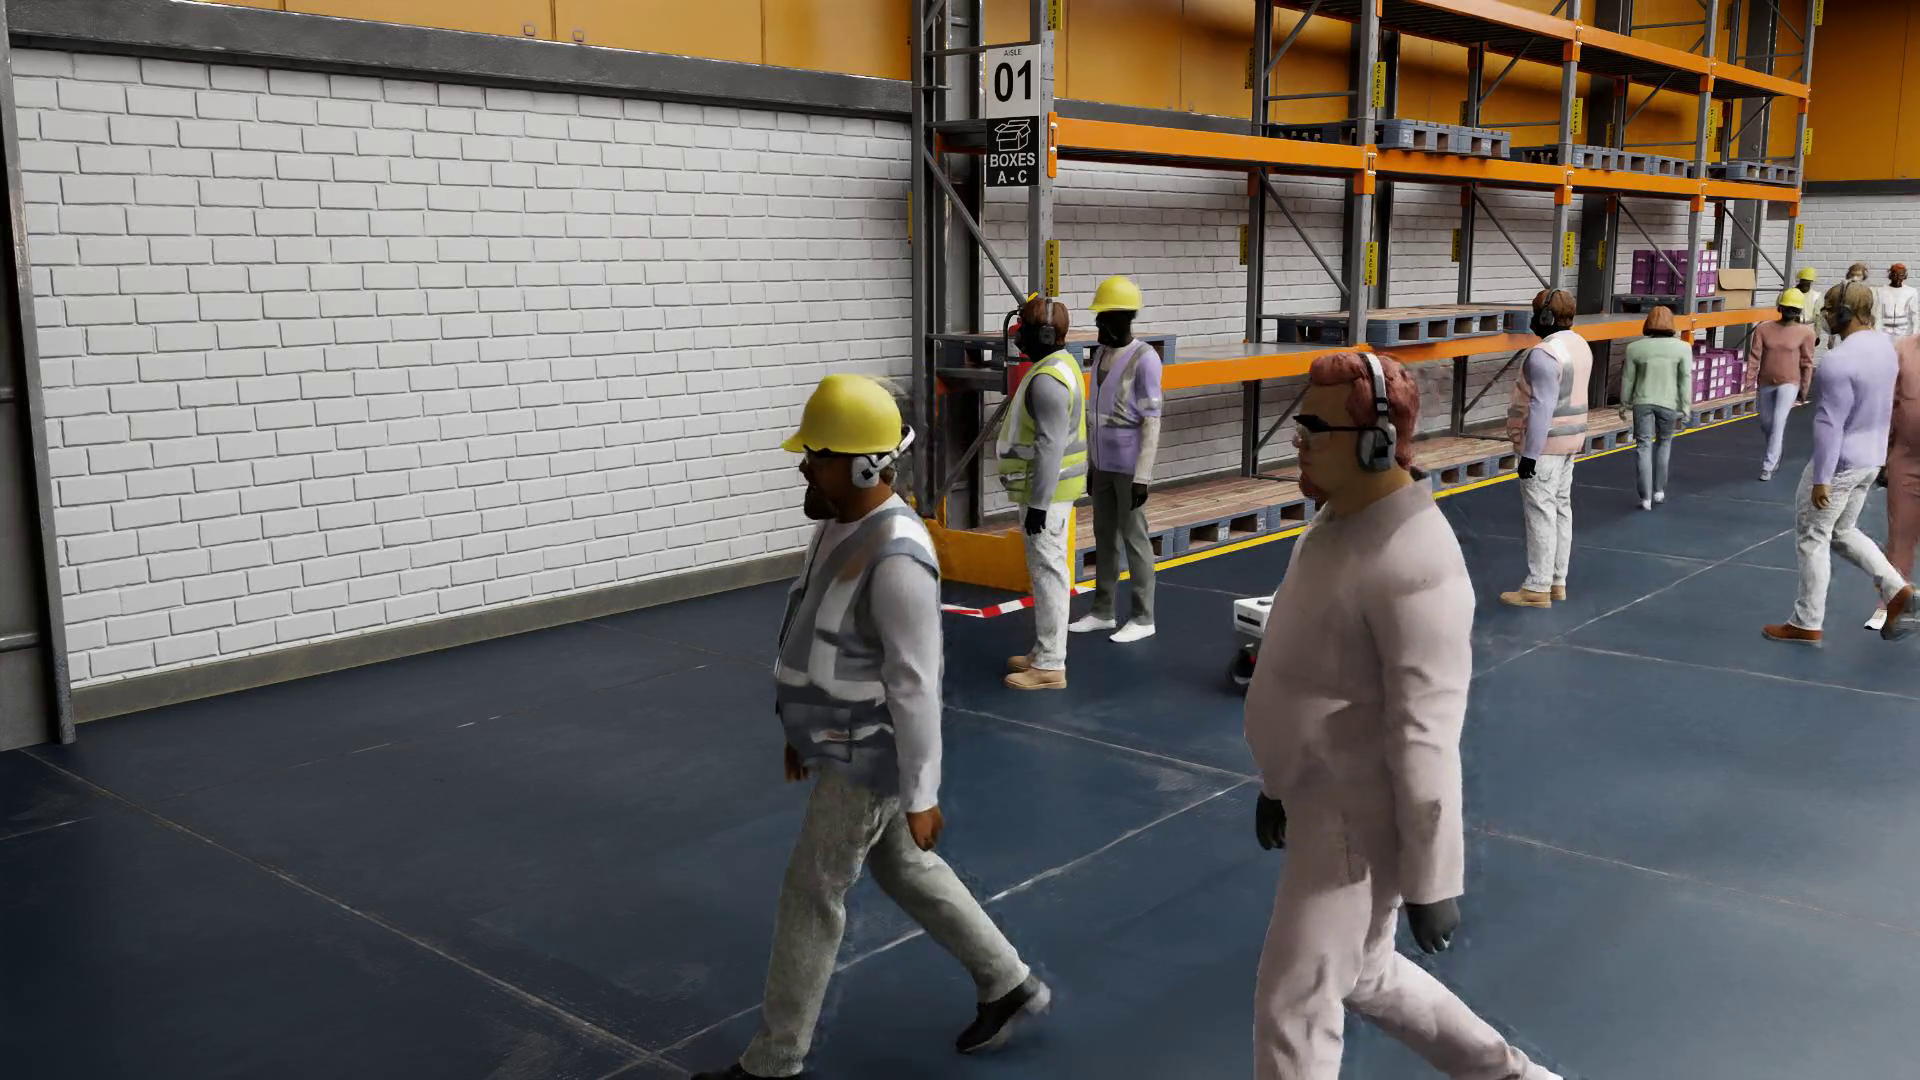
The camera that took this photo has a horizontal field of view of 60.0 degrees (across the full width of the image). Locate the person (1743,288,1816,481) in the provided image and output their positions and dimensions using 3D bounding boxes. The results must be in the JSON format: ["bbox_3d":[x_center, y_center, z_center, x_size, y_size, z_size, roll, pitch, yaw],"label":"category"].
[{"bbox_3d":[7.441,-1.425,15.075,0.527,1.726,0.843,8,13,40],"label":"person"}]

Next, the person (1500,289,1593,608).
[{"bbox_3d":[3.398,-0.531,9.669,0.429,1.842,0.636,8,13,39],"label":"person"}]

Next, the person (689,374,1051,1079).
[{"bbox_3d":[-0.191,0.482,4.066,0.921,1.800,0.585,-2,10,-12],"label":"person"}]

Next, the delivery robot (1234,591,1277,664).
[{"bbox_3d":[1.656,0.378,7.890,0.707,0.478,0.477,-5,11,-25],"label":"delivery robot"}]

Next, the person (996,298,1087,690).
[{"bbox_3d":[0.383,-0.215,7.886,0.429,1.841,0.635,1,10,6],"label":"person"}]

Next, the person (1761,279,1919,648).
[{"bbox_3d":[4.569,-0.371,8.515,0.634,1.915,0.665,-7,12,-36],"label":"person"}]

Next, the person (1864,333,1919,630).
[{"bbox_3d":[5.229,-0.426,8.893,0.639,1.908,0.409,8,13,40],"label":"person"}]

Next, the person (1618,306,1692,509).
[{"bbox_3d":[5.591,-1.076,13.415,0.529,1.600,0.740,3,10,18],"label":"person"}]

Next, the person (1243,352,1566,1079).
[{"bbox_3d":[0.868,0.555,3.379,0.814,1.884,0.633,0,10,3],"label":"person"}]

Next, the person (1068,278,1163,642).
[{"bbox_3d":[0.826,-0.408,8.791,0.475,1.923,0.618,-5,11,-27],"label":"person"}]

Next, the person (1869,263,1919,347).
[{"bbox_3d":[12.612,-2.792,22.473,0.615,1.859,0.744,3,10,16],"label":"person"}]

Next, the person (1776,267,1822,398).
[{"bbox_3d":[11.615,-2.867,23.076,0.619,1.814,0.437,1,10,5],"label":"person"}]

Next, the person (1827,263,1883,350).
[{"bbox_3d":[11.390,-2.577,21.222,0.645,1.881,1.043,8,13,37],"label":"person"}]
